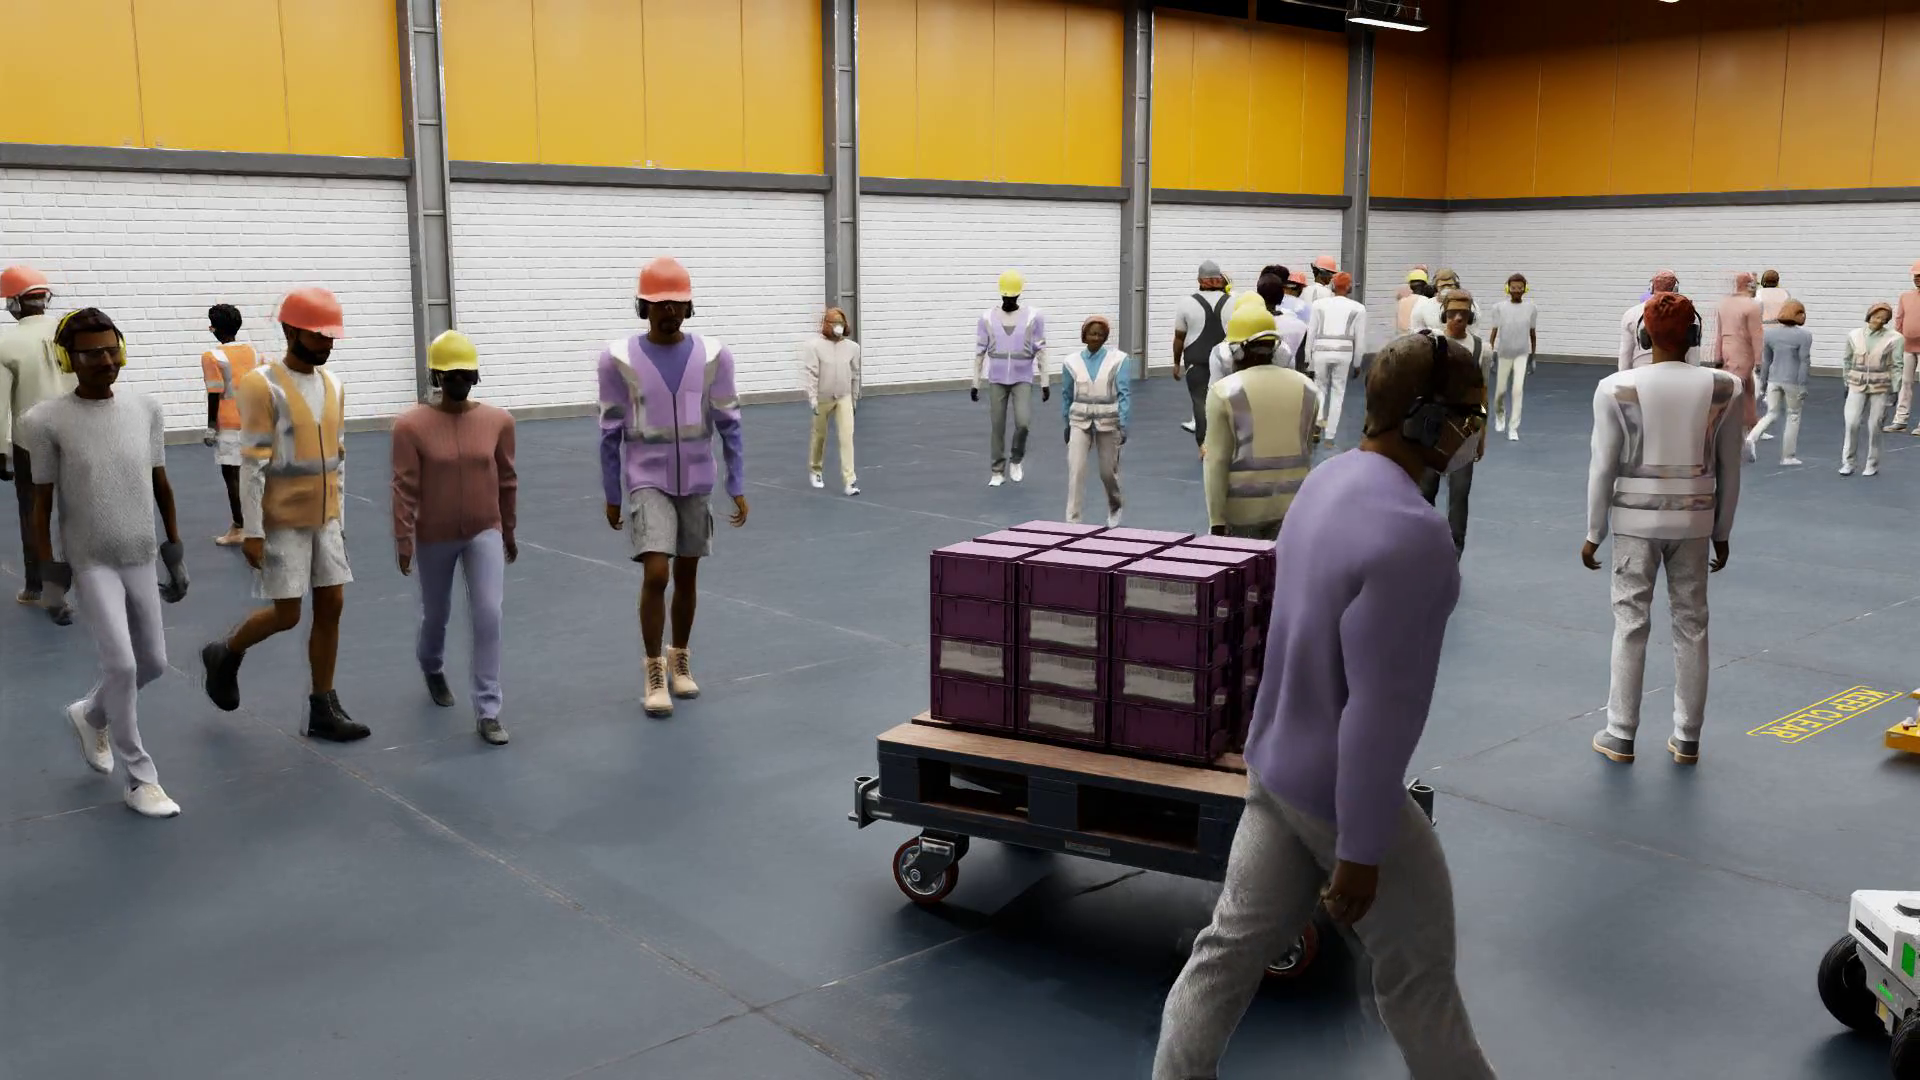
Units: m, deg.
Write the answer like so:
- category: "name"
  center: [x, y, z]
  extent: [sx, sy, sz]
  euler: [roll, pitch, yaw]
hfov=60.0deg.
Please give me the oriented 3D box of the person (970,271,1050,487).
- category: "person"
  center: [0.439, -1.396, 14.546]
  extent: [0.713, 1.891, 0.481]
  euler: [1, 10, 8]

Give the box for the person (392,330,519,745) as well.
- category: "person"
  center: [-2.174, -0.046, 7.143]
  extent: [0.532, 1.727, 0.883]
  euler: [-5, 11, -28]

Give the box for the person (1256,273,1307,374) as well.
- category: "person"
  center: [2.242, -0.996, 12.184]
  extent: [0.586, 1.901, 0.509]
  euler: [0, 10, -1]

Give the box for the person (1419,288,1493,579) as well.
- category: "person"
  center: [3.109, -0.693, 10.621]
  extent: [0.520, 1.830, 0.705]
  euler: [2, 10, 9]

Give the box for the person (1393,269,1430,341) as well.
- category: "person"
  center: [5.261, -2.226, 19.463]
  extent: [0.877, 1.872, 0.638]
  euler: [-4, 10, -21]

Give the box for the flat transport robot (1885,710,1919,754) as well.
- category: "flat transport robot"
  center: [4.481, 0.709, 6.963]
  extent: [1.431, 0.197, 0.652]
  euler: [-9, 13, -43]

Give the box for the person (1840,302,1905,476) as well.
- category: "person"
  center: [8.306, -1.360, 15.163]
  extent: [0.531, 1.602, 0.668]
  euler: [8, 13, 41]

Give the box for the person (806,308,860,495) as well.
- category: "person"
  center: [-1.091, -1.200, 14.298]
  extent: [0.498, 1.588, 0.891]
  euler: [-3, 10, -19]

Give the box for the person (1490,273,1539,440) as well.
- category: "person"
  center: [6.159, -2.051, 18.541]
  extent: [0.518, 1.849, 0.763]
  euler: [3, 10, 15]

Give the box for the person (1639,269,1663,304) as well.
- category: "person"
  center: [9.563, -2.784, 22.818]
  extent: [0.392, 1.843, 0.563]
  euler: [-7, 12, -36]

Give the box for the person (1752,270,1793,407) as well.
- category: "person"
  center: [10.728, -2.671, 22.156]
  extent: [0.635, 1.842, 0.429]
  euler: [1, 10, 3]

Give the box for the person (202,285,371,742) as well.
- category: "person"
  center: [-2.841, -0.104, 6.950]
  extent: [0.718, 1.900, 0.602]
  euler: [4, 10, 22]

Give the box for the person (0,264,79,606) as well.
- category: "person"
  center: [-5.200, -0.580, 9.509]
  extent: [0.710, 1.977, 0.657]
  euler: [8, 13, 39]

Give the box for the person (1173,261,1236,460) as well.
- category: "person"
  center: [2.496, -1.844, 16.736]
  extent: [0.685, 2.000, 1.061]
  euler: [0, 10, 0]

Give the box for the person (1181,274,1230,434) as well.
- category: "person"
  center: [2.939, -2.100, 18.902]
  extent: [0.947, 1.819, 0.503]
  euler: [-9, 13, -44]

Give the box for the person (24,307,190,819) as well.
- category: "person"
  center: [-3.131, 0.070, 6.104]
  extent: [0.721, 1.848, 0.530]
  euler: [7, 12, 34]

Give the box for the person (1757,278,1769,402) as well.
- category: "person"
  center: [11.106, -2.760, 23.022]
  extent: [0.622, 1.706, 0.514]
  euler: [-5, 11, -28]

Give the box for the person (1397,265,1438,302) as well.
- category: "person"
  center: [6.684, -3.047, 24.218]
  extent: [0.423, 1.895, 0.642]
  euler: [-8, 13, -40]

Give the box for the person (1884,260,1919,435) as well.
- category: "person"
  center: [10.868, -2.183, 18.856]
  extent: [0.395, 1.994, 0.613]
  euler: [-5, 11, -27]

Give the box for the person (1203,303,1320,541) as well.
- category: "person"
  center: [1.326, -0.169, 7.626]
  extent: [0.615, 1.806, 0.723]
  euler: [-3, 10, -18]

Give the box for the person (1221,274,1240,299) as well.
- category: "person"
  center: [3.430, -2.647, 22.171]
  extent: [0.622, 1.791, 0.955]
  euler: [6, 11, 30]

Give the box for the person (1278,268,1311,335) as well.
- category: "person"
  center: [3.528, -2.033, 18.292]
  extent: [0.596, 1.896, 0.897]
  euler: [8, 12, 37]

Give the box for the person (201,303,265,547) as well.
- category: "person"
  center: [-5.073, -0.804, 11.643]
  extent: [0.317, 1.697, 0.540]
  euler: [3, 10, 19]

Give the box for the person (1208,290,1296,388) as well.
- category: "person"
  center: [1.909, -0.718, 10.847]
  extent: [0.600, 1.807, 0.808]
  euler: [-1, 10, -6]

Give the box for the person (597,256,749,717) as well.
- category: "person"
  center: [-1.258, -0.233, 7.393]
  extent: [0.620, 2.014, 0.781]
  euler: [-4, 11, -23]

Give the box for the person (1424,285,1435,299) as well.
- category: "person"
  center: [5.667, -2.263, 20.258]
  extent: [0.533, 1.680, 0.474]
  euler: [1, 10, 5]

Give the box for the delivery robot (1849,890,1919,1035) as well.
- category: "delivery robot"
  center: [2.597, 1.014, 4.075]
  extent: [0.707, 0.478, 0.477]
  euler: [1, 10, 5]

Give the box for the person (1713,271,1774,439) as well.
- category: "person"
  center: [8.517, -2.010, 18.232]
  extent: [0.983, 1.868, 0.648]
  euler: [-1, 10, -3]

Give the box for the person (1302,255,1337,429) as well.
- category: "person"
  center: [4.220, -2.314, 19.508]
  extent: [0.388, 2.034, 0.605]
  euler: [-2, 10, -12]

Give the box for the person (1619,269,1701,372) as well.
- category: "person"
  center: [5.942, -1.336, 14.149]
  extent: [0.637, 1.911, 0.403]
  euler: [5, 11, 25]

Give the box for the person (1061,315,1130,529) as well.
- category: "person"
  center: [0.986, -0.825, 12.024]
  extent: [0.517, 1.612, 0.683]
  euler: [2, 10, 13]

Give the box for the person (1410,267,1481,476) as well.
- category: "person"
  center: [4.411, -1.506, 15.124]
  extent: [0.646, 1.913, 0.675]
  euler: [1, 10, 7]

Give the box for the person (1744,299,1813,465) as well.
- category: "person"
  center: [7.889, -1.501, 15.982]
  extent: [0.638, 1.615, 0.503]
  euler: [-5, 11, -28]

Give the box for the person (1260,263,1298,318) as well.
- category: "person"
  center: [2.475, -1.232, 13.373]
  extent: [0.363, 1.962, 0.613]
  euler: [-9, 13, -42]

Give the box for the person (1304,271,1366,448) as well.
- category: "person"
  center: [3.930, -1.886, 17.498]
  extent: [0.626, 1.865, 0.533]
  euler: [3, 10, 18]

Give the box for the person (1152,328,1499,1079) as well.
- category: "person"
  center: [0.860, 0.511, 3.432]
  extent: [1.068, 1.869, 0.684]
  euler: [-2, 10, -9]

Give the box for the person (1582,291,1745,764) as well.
- category: "person"
  center: [2.786, -0.039, 6.625]
  extent: [0.572, 1.885, 0.358]
  euler: [2, 10, 9]
